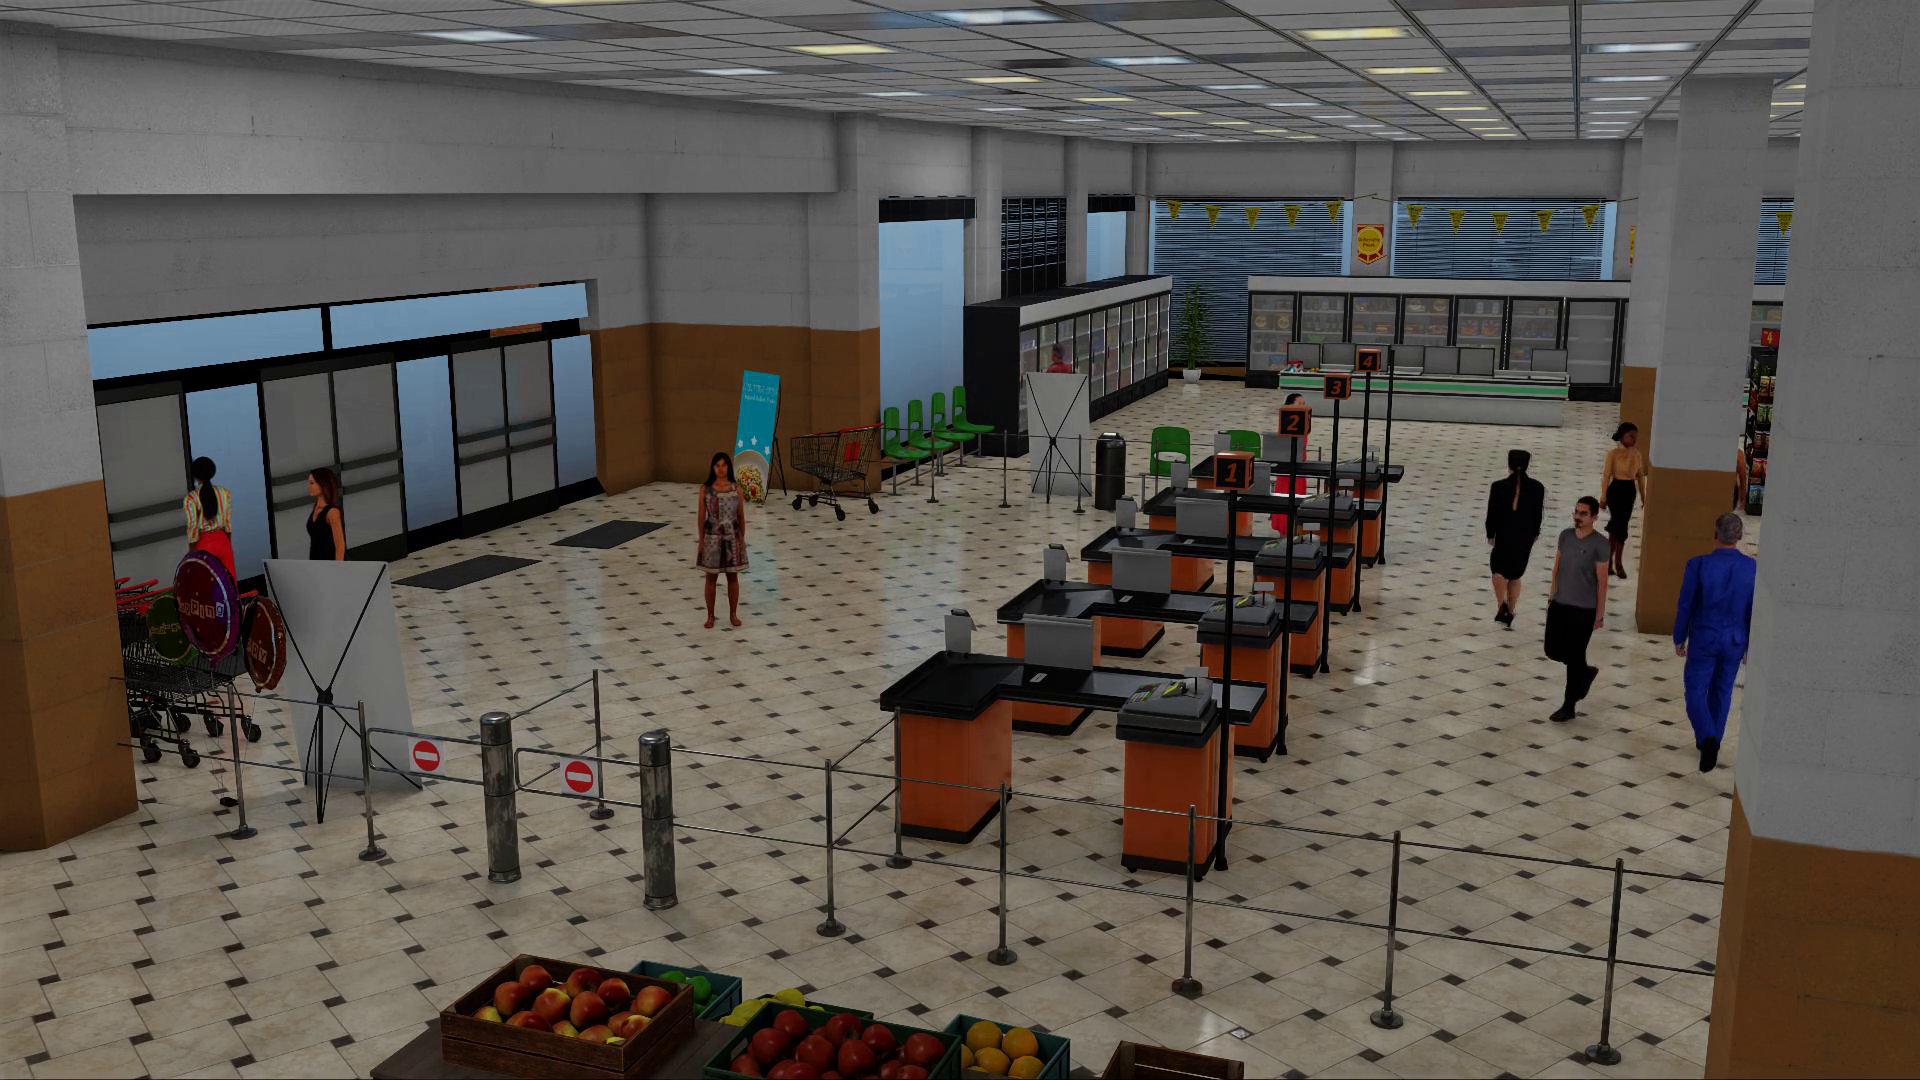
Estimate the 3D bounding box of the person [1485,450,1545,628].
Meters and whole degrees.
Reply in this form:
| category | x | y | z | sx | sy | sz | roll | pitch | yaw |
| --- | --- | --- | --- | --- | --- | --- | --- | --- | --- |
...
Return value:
| category | x | y | z | sx | sy | sz | roll | pitch | yaw |
| --- | --- | --- | --- | --- | --- | --- | --- | --- | --- |
| person | 5.156 | 0.014 | 15.448 | 0.699 | 1.661 | 0.834 | 1 | 12 | 4 |

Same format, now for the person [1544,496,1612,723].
| category | x | y | z | sx | sy | sz | roll | pitch | yaw |
| --- | --- | --- | --- | --- | --- | --- | --- | --- | --- |
| person | 4.814 | 0.515 | 12.882 | 1.000 | 1.738 | 0.975 | -7 | 14 | -31 |

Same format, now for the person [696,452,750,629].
| category | x | y | z | sx | sy | sz | roll | pitch | yaw |
| --- | --- | --- | --- | --- | --- | --- | --- | --- | --- |
| person | -2.231 | -0.012 | 15.609 | 0.672 | 1.645 | 0.786 | -3 | 12 | -13 |

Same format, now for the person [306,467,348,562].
| category | x | y | z | sx | sy | sz | roll | pitch | yaw |
| --- | --- | --- | --- | --- | --- | --- | --- | --- | --- |
| person | -5.147 | 0.317 | 13.589 | 0.597 | 1.834 | 0.719 | 11 | 16 | 43 |

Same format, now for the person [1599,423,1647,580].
| category | x | y | z | sx | sy | sz | roll | pitch | yaw |
| --- | --- | --- | --- | --- | --- | --- | --- | --- | --- |
| person | 6.940 | -0.426 | 17.591 | 0.783 | 1.639 | 0.830 | -4 | 12 | -17 |

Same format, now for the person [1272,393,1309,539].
| category | x | y | z | sx | sy | sz | roll | pitch | yaw |
| --- | --- | --- | --- | --- | --- | --- | --- | --- | --- |
| person | 3.897 | -0.860 | 19.441 | 0.711 | 1.726 | 0.727 | -10 | 15 | -39 |

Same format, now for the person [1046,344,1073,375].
| category | x | y | z | sx | sy | sz | roll | pitch | yaw |
| --- | --- | --- | --- | --- | --- | --- | --- | --- | --- |
| person | 1.435 | -1.968 | 24.450 | 0.705 | 1.831 | 0.761 | 11 | 16 | 43 |

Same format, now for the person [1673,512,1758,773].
| category | x | y | z | sx | sy | sz | roll | pitch | yaw |
| --- | --- | --- | --- | --- | --- | --- | --- | --- | --- |
| person | 5.314 | 0.744 | 11.642 | 1.086 | 1.801 | 0.925 | 2 | 12 | 10 |

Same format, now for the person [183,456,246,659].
| category | x | y | z | sx | sy | sz | roll | pitch | yaw |
| --- | --- | --- | --- | --- | --- | --- | --- | --- | --- |
| person | -6.500 | 0.154 | 14.461 | 0.621 | 1.793 | 0.653 | 9 | 15 | 35 |
